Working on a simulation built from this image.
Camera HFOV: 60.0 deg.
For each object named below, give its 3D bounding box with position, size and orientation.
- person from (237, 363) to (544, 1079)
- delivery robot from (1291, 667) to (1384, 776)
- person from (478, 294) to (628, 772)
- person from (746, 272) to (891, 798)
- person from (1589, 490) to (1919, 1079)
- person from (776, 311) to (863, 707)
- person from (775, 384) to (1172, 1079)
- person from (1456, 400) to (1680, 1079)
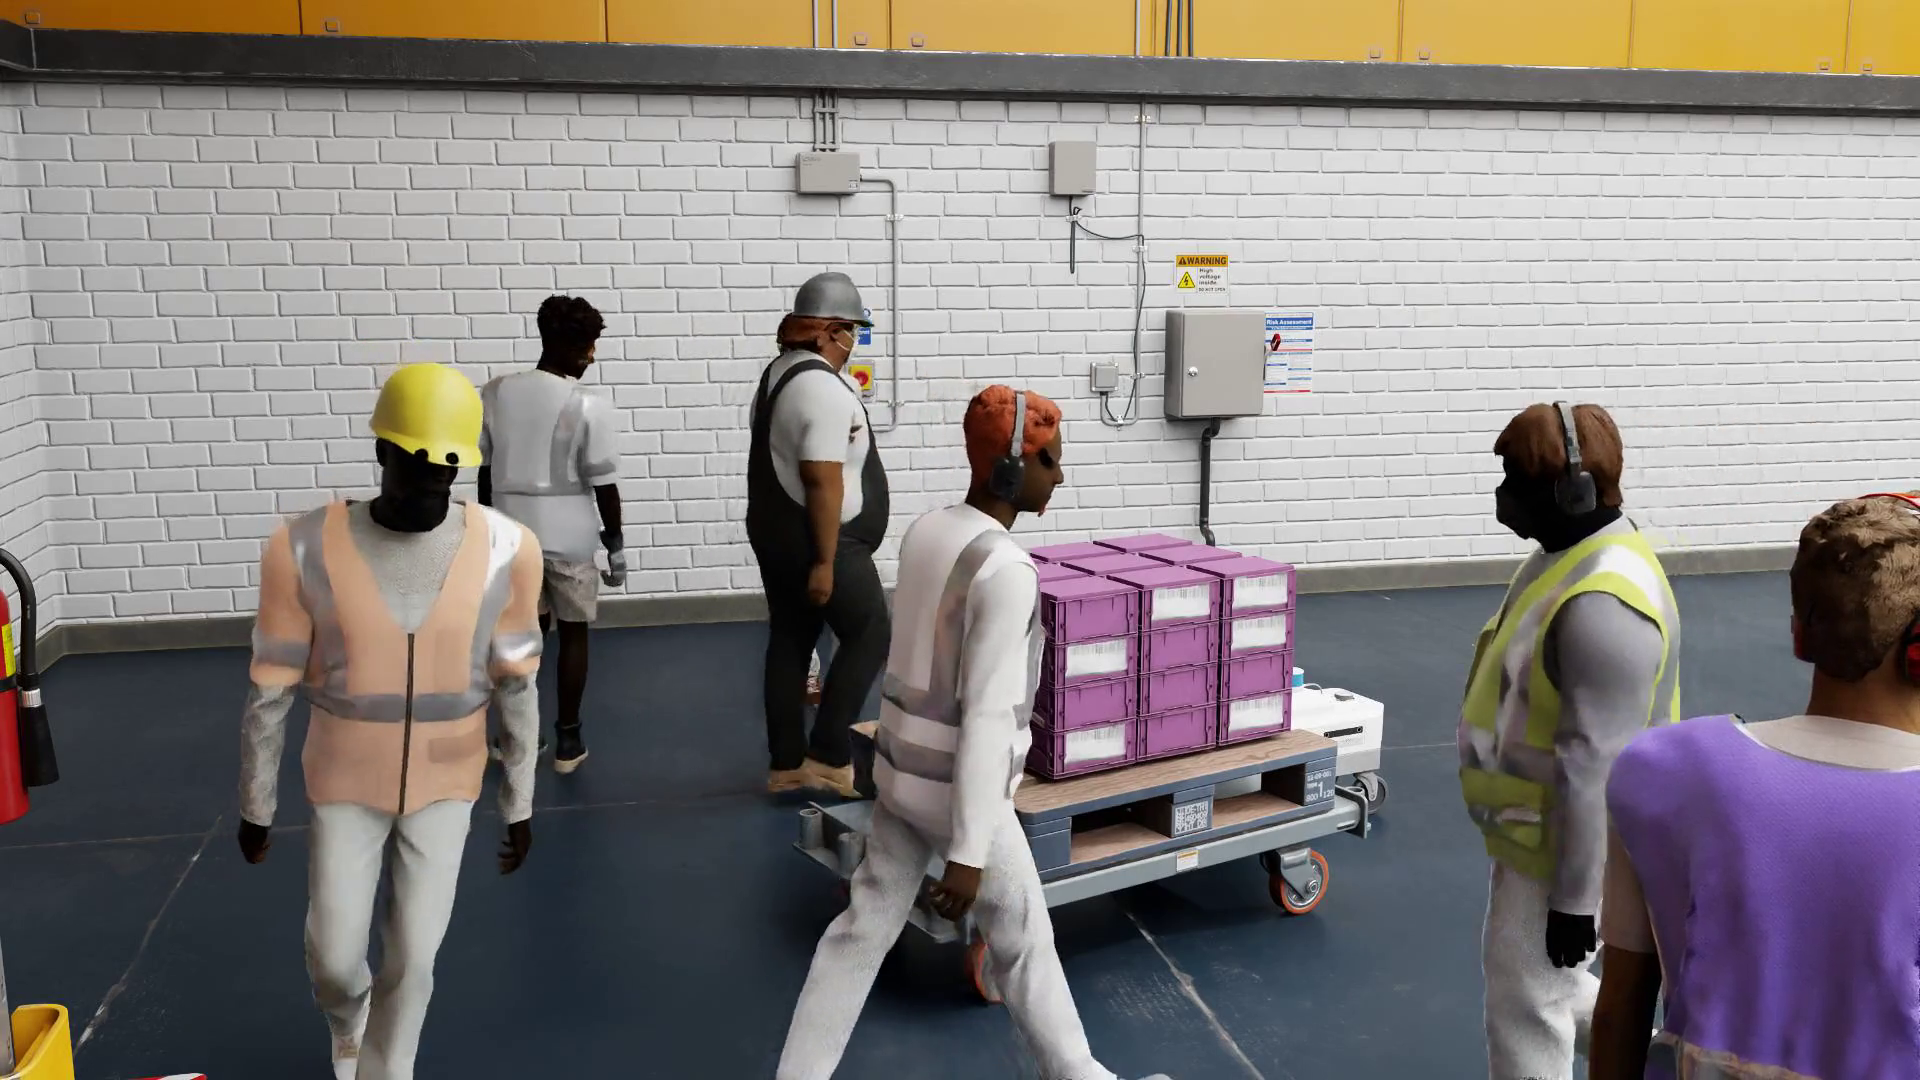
[{"bbox_3d":[-1.281,0.524,3.784,0.644,1.877,0.743,-5,11,-25],"label":"person"},{"bbox_3d":[1.212,0.712,6.143,0.707,0.478,0.477,-5,11,-27],"label":"delivery robot"},{"bbox_3d":[-1.624,-0.008,6.611,0.672,1.922,0.451,3,11,18],"label":"person"},{"bbox_3d":[-0.534,-0.022,6.355,0.537,2.000,0.693,-6,12,-30],"label":"person"},{"bbox_3d":[1.036,0.859,2.024,0.565,1.841,0.396,10,14,43],"label":"person"},{"bbox_3d":[-0.673,-0.124,7.496,0.533,1.827,0.583,-3,11,-14],"label":"person"},{"bbox_3d":[-0.008,0.561,3.768,1.028,1.824,0.655,-5,11,-25],"label":"person"},{"bbox_3d":[1.318,0.616,3.429,0.598,1.818,0.646,3,11,15],"label":"person"}]
